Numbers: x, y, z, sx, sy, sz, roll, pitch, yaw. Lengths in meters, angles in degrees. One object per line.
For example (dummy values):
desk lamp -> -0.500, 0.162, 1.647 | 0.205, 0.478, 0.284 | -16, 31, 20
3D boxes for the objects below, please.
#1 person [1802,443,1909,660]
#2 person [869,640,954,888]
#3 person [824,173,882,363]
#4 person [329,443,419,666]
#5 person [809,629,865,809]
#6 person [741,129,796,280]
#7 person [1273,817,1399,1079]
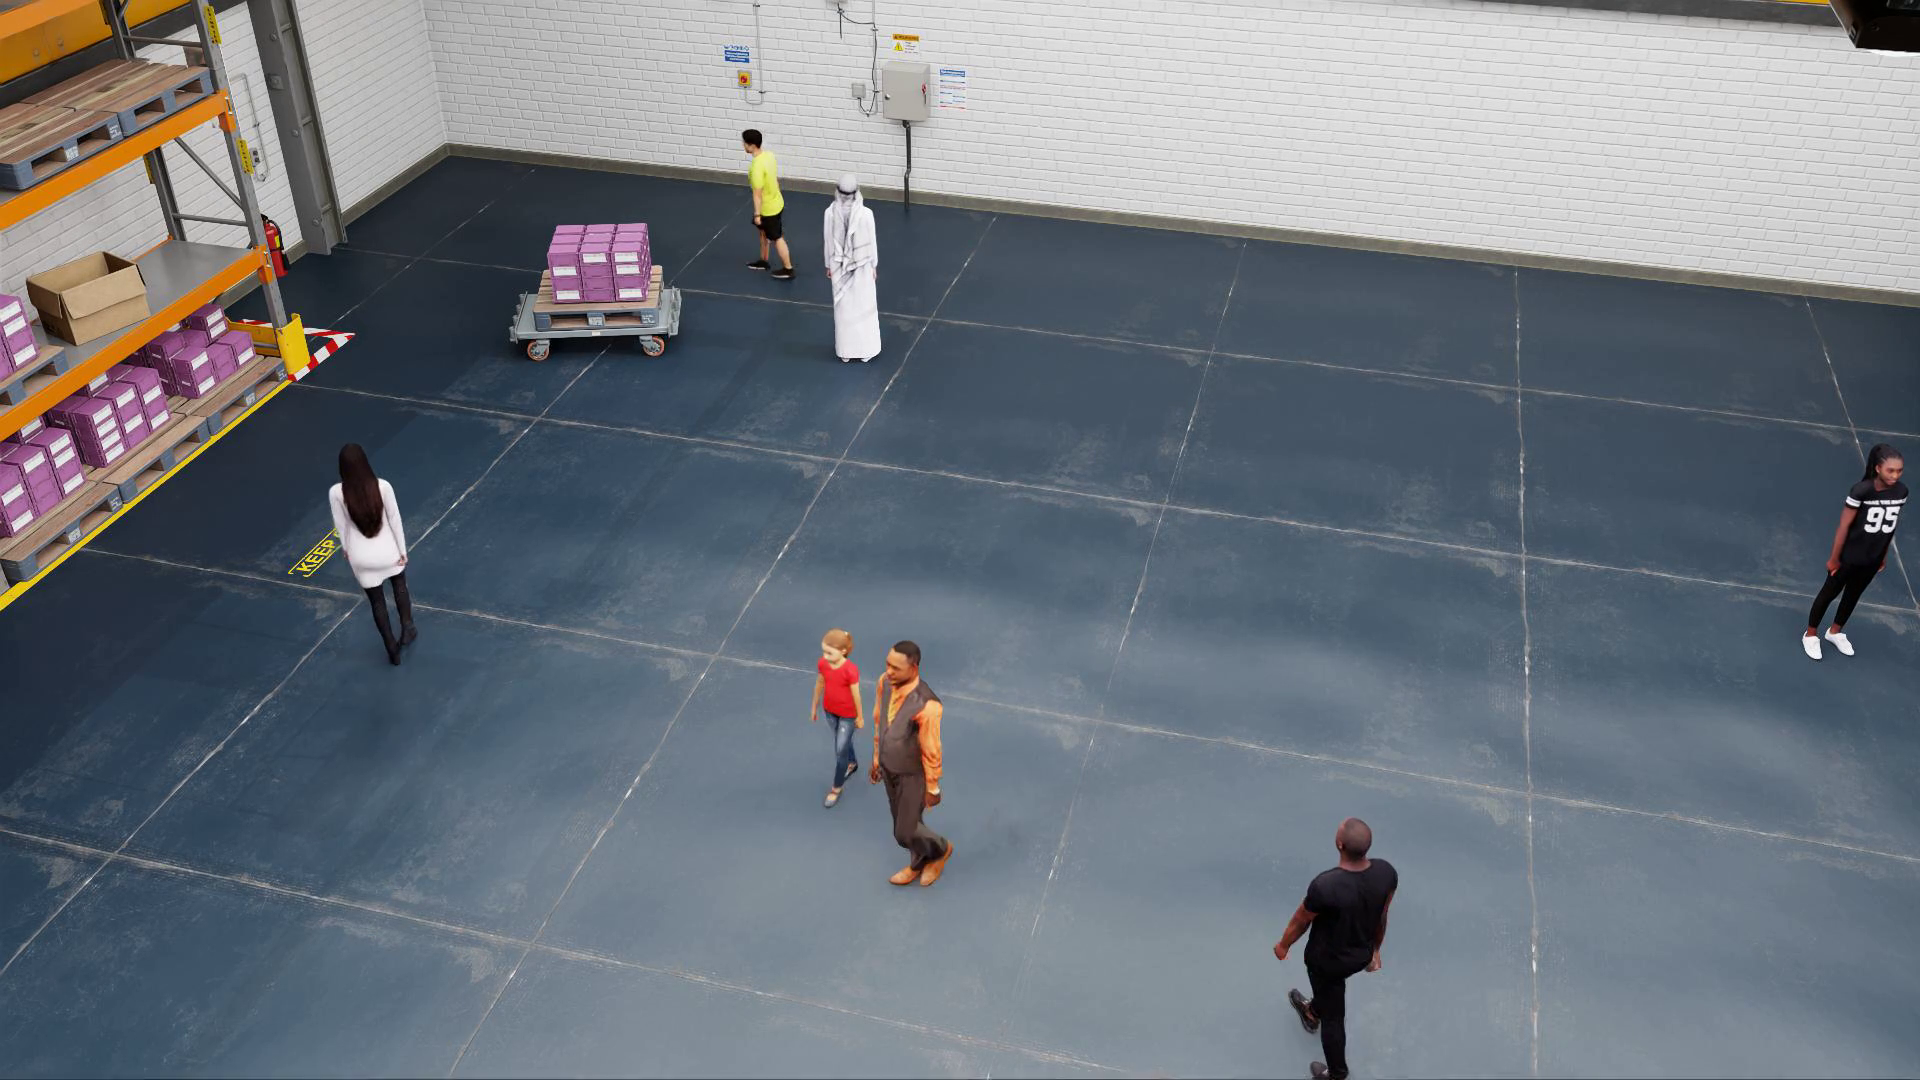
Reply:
person -> 6.626, 0.090, 12.263 | 0.700, 1.729, 0.705 | -5, 34, -7
person -> -0.234, 1.357, 10.205 | 0.913, 1.897, 0.859 | -21, 39, -29
person -> -1.054, -2.642, 16.195 | 0.731, 1.926, 0.702 | 2, 34, 3
person -> -4.271, 0.163, 12.097 | 0.742, 1.792, 0.783 | -11, 35, -15
person -> -0.756, 1.106, 11.129 | 0.638, 1.292, 0.782 | 21, 39, 28
person -> -1.989, -3.604, 17.870 | 0.765, 1.674, 0.782 | 5, 34, 8
person -> 2.068, 2.295, 8.889 | 1.028, 1.791, 1.118 | -15, 37, -22
